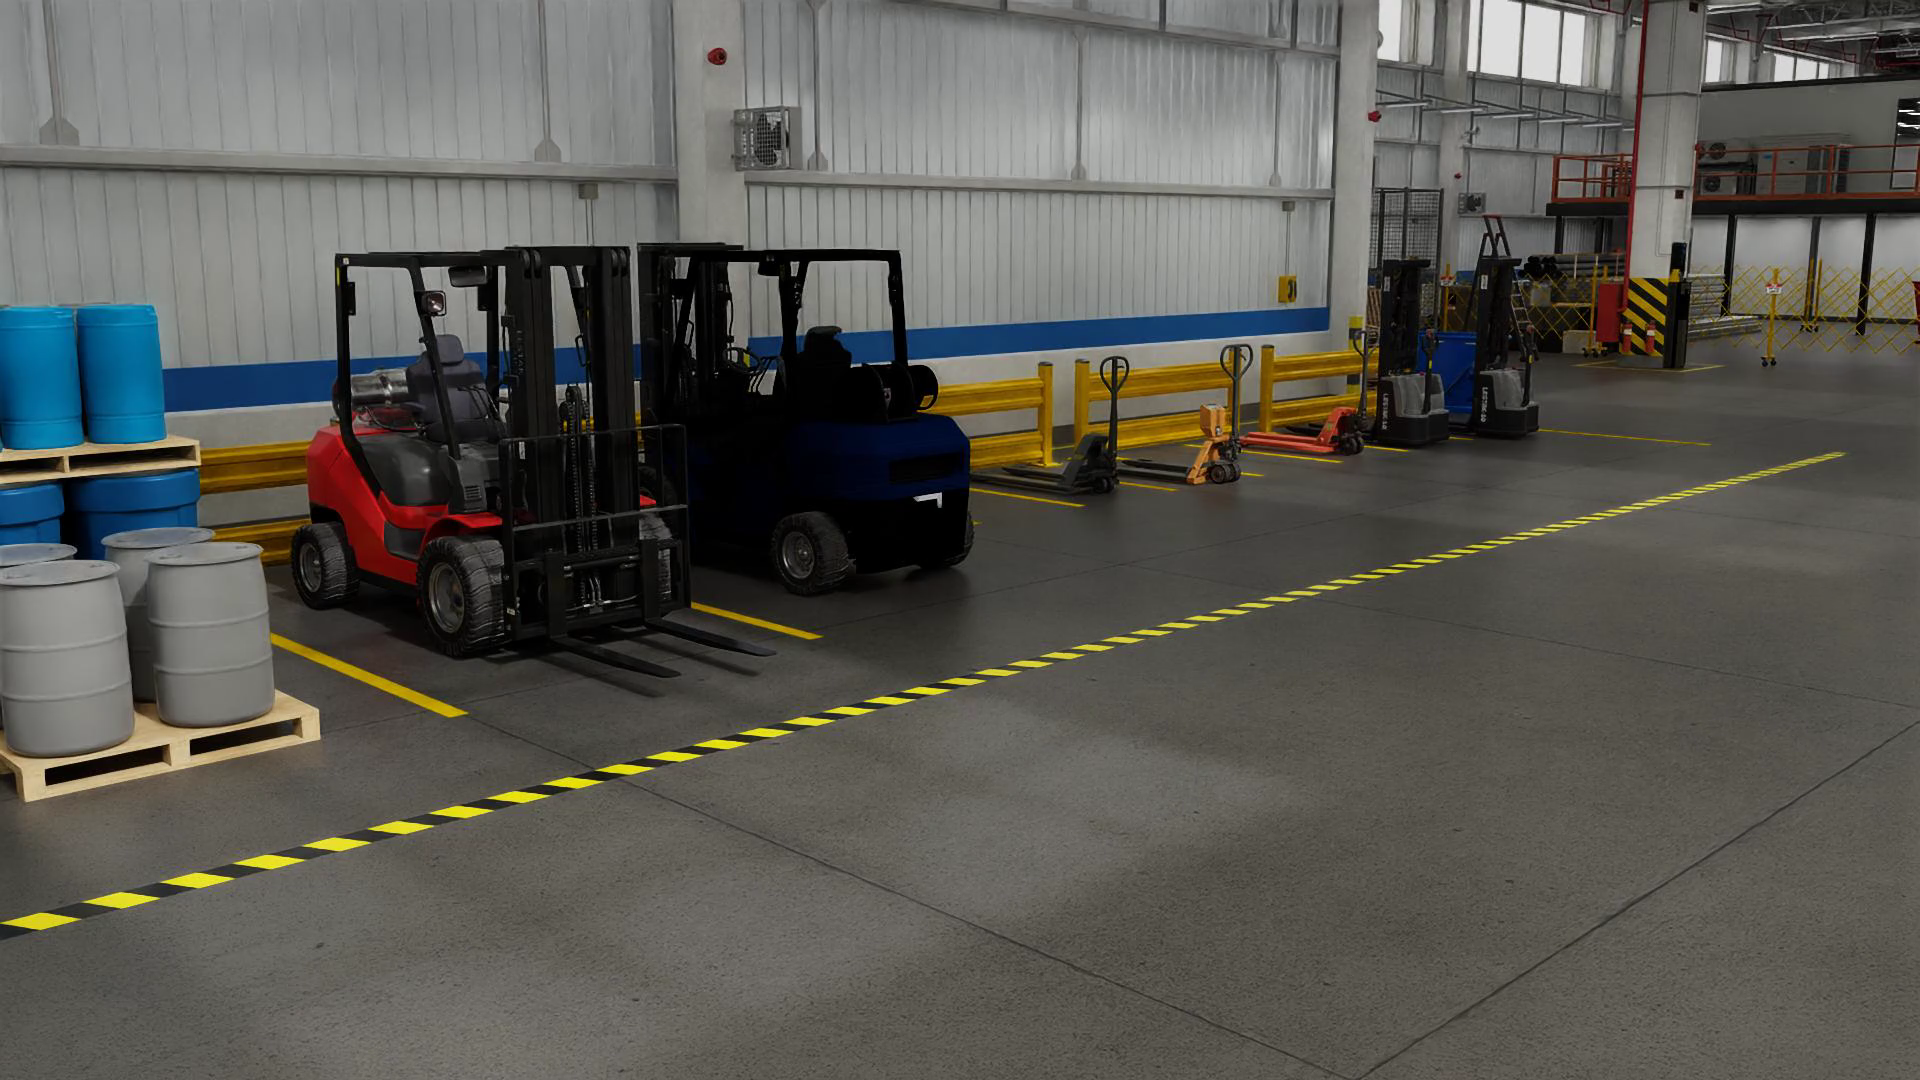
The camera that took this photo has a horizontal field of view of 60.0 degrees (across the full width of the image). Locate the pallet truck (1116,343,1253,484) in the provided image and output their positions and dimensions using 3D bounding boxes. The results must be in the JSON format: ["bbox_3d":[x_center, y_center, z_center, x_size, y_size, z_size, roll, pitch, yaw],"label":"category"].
[{"bbox_3d":[1.962,-1.215,15.415,1.522,1.261,0.704,10,14,43],"label":"pallet truck"}]

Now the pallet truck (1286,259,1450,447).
[{"bbox_3d":[4.493,-2.078,18.196,0.823,1.965,1.885,-9,14,-40],"label":"pallet truck"}]

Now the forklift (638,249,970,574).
[{"bbox_3d":[-1.173,-0.958,11.239,2.680,1.987,1.157,10,14,43],"label":"forklift"}]

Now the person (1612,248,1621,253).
[{"bbox_3d":[18.054,-7.078,45.766,0.575,1.886,0.362,-9,14,-41],"label":"person"}]

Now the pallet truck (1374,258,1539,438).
[{"bbox_3d":[5.704,-2.208,18.901,1.885,1.965,0.823,10,14,43],"label":"pallet truck"}]

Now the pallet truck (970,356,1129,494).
[{"bbox_3d":[0.784,-1.085,14.876,0.680,1.201,1.601,-10,14,-44],"label":"pallet truck"}]

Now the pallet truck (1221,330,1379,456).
[{"bbox_3d":[3.563,-1.581,17.381,0.653,1.274,1.630,-10,14,-44],"label":"pallet truck"}]

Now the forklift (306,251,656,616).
[{"bbox_3d":[-2.833,-0.669,9.694,1.157,1.987,2.680,-10,14,-44],"label":"forklift"}]
